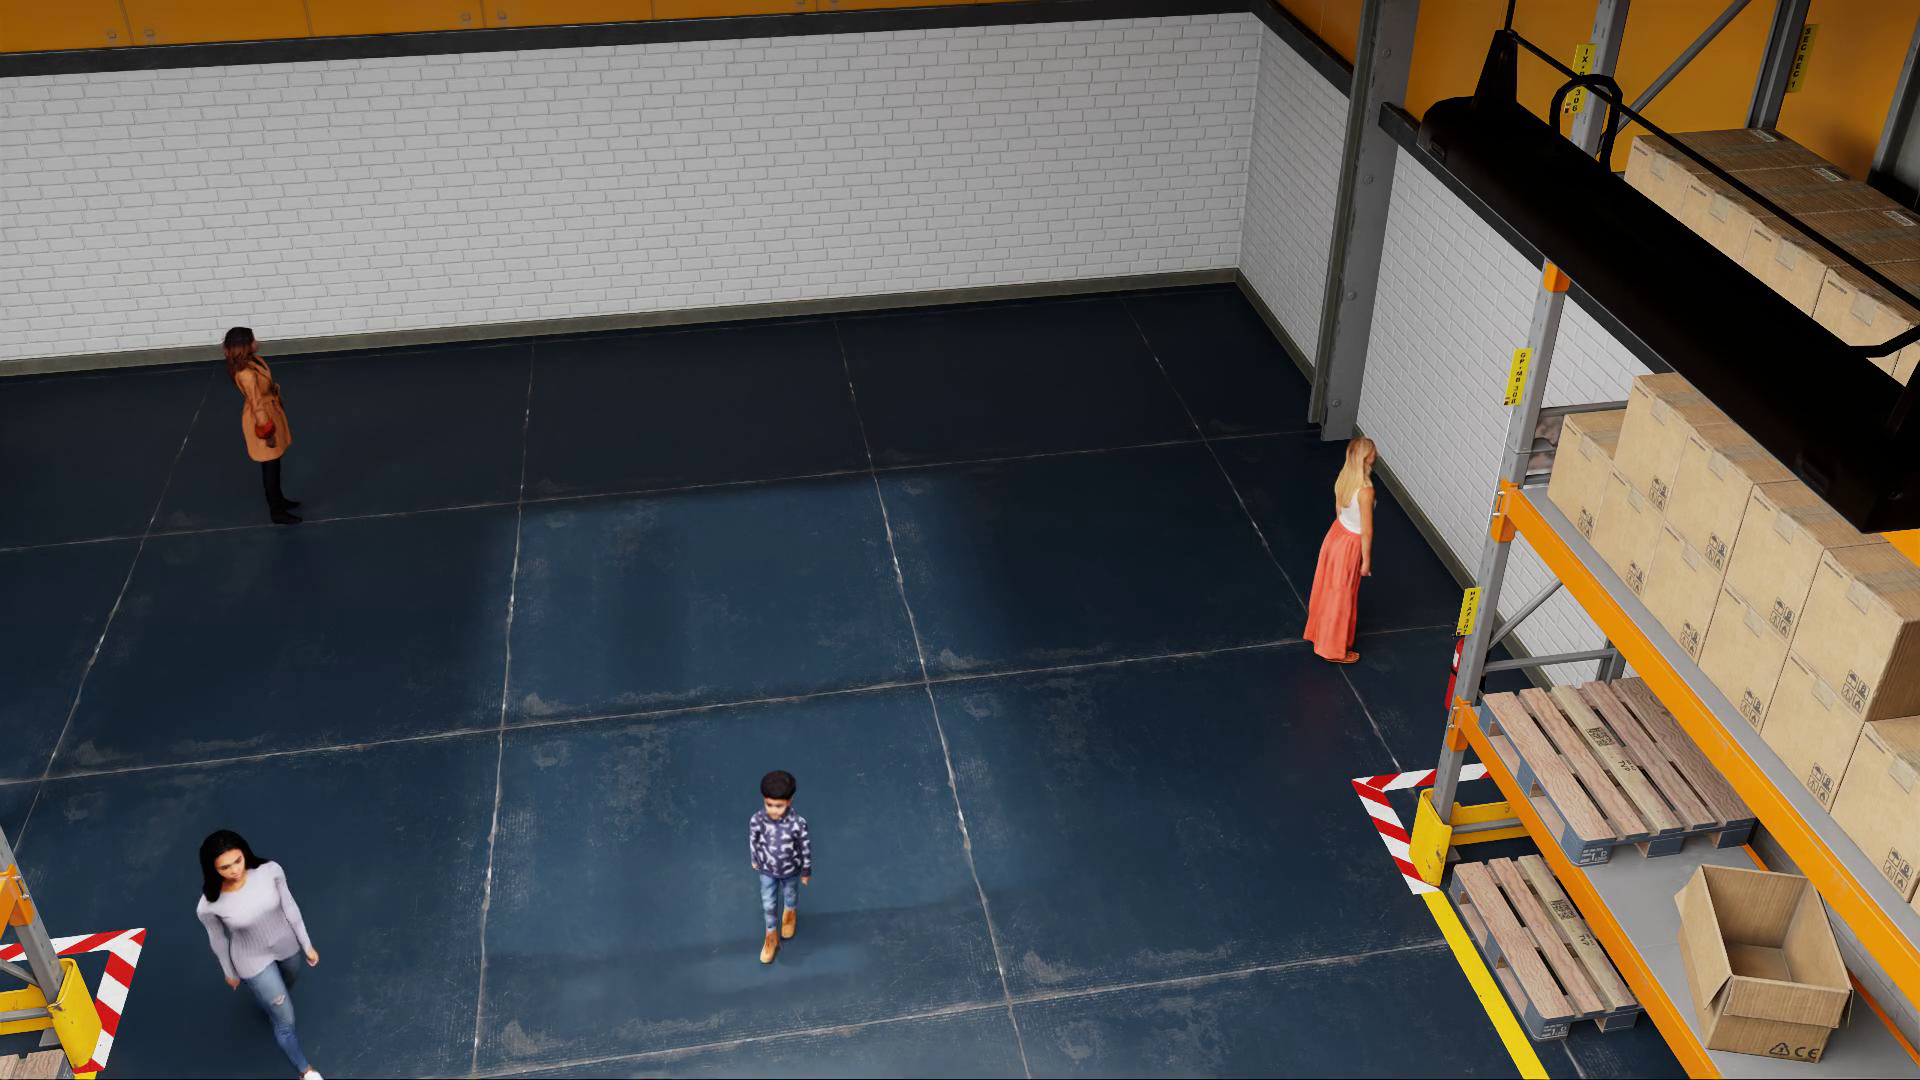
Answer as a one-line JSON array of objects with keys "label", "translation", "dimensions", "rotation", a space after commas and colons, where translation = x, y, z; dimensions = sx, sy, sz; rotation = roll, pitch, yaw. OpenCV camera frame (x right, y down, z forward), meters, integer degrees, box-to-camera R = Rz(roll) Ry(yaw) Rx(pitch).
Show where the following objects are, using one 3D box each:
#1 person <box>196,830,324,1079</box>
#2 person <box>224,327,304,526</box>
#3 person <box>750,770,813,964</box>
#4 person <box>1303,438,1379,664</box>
[{"label": "person", "translation": [-3.705, 2.143, 8.794], "dimensions": [1.196, 1.702, 1.066], "rotation": [25, 41, 33]}, {"label": "person", "translation": [-5.612, -0.932, 13.401], "dimensions": [0.790, 1.722, 0.590], "rotation": [-12, 35, -17]}, {"label": "person", "translation": [-1.041, 1.823, 9.694], "dimensions": [0.592, 1.237, 0.714], "rotation": [1, 34, 2]}, {"label": "person", "translation": [2.744, 0.065, 11.829], "dimensions": [0.681, 1.802, 0.511], "rotation": [-7, 34, -10]}]
